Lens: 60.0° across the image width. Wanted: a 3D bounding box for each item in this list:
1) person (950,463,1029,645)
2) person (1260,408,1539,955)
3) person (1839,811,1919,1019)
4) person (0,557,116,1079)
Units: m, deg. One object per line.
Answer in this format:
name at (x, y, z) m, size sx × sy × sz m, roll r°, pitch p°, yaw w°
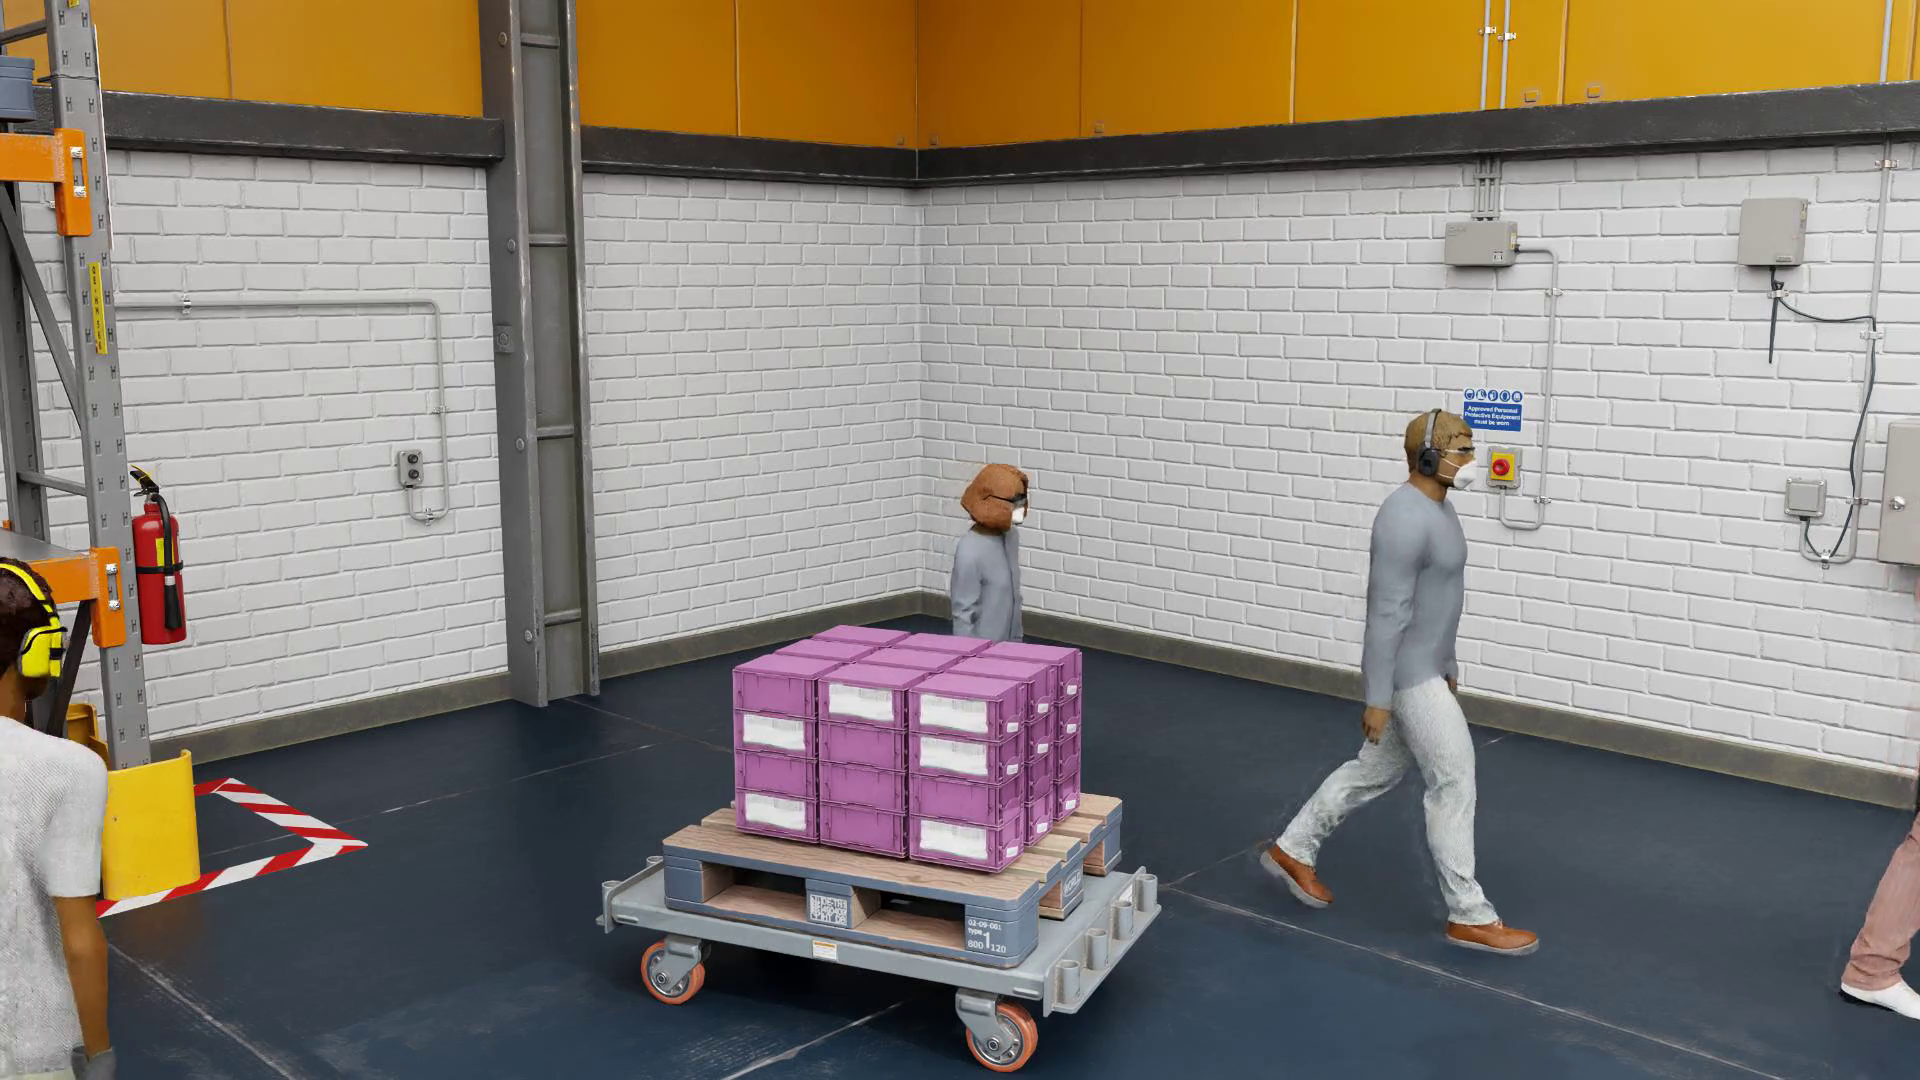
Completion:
person at (0.035, 0.478, 6.681) m, size 0.561 × 1.612 × 0.535 m, roll 4°, pitch 10°, yaw 23°
person at (1.546, 0.468, 5.911) m, size 0.997 × 1.901 × 0.644 m, roll 4°, pitch 10°, yaw 25°
person at (3.208, 0.640, 4.962) m, size 0.999 × 1.855 × 0.648 m, roll 6°, pitch 11°, yaw 32°
person at (-1.767, 0.939, 3.236) m, size 0.506 × 1.816 × 0.950 m, roll 1°, pitch 9°, yaw 3°
